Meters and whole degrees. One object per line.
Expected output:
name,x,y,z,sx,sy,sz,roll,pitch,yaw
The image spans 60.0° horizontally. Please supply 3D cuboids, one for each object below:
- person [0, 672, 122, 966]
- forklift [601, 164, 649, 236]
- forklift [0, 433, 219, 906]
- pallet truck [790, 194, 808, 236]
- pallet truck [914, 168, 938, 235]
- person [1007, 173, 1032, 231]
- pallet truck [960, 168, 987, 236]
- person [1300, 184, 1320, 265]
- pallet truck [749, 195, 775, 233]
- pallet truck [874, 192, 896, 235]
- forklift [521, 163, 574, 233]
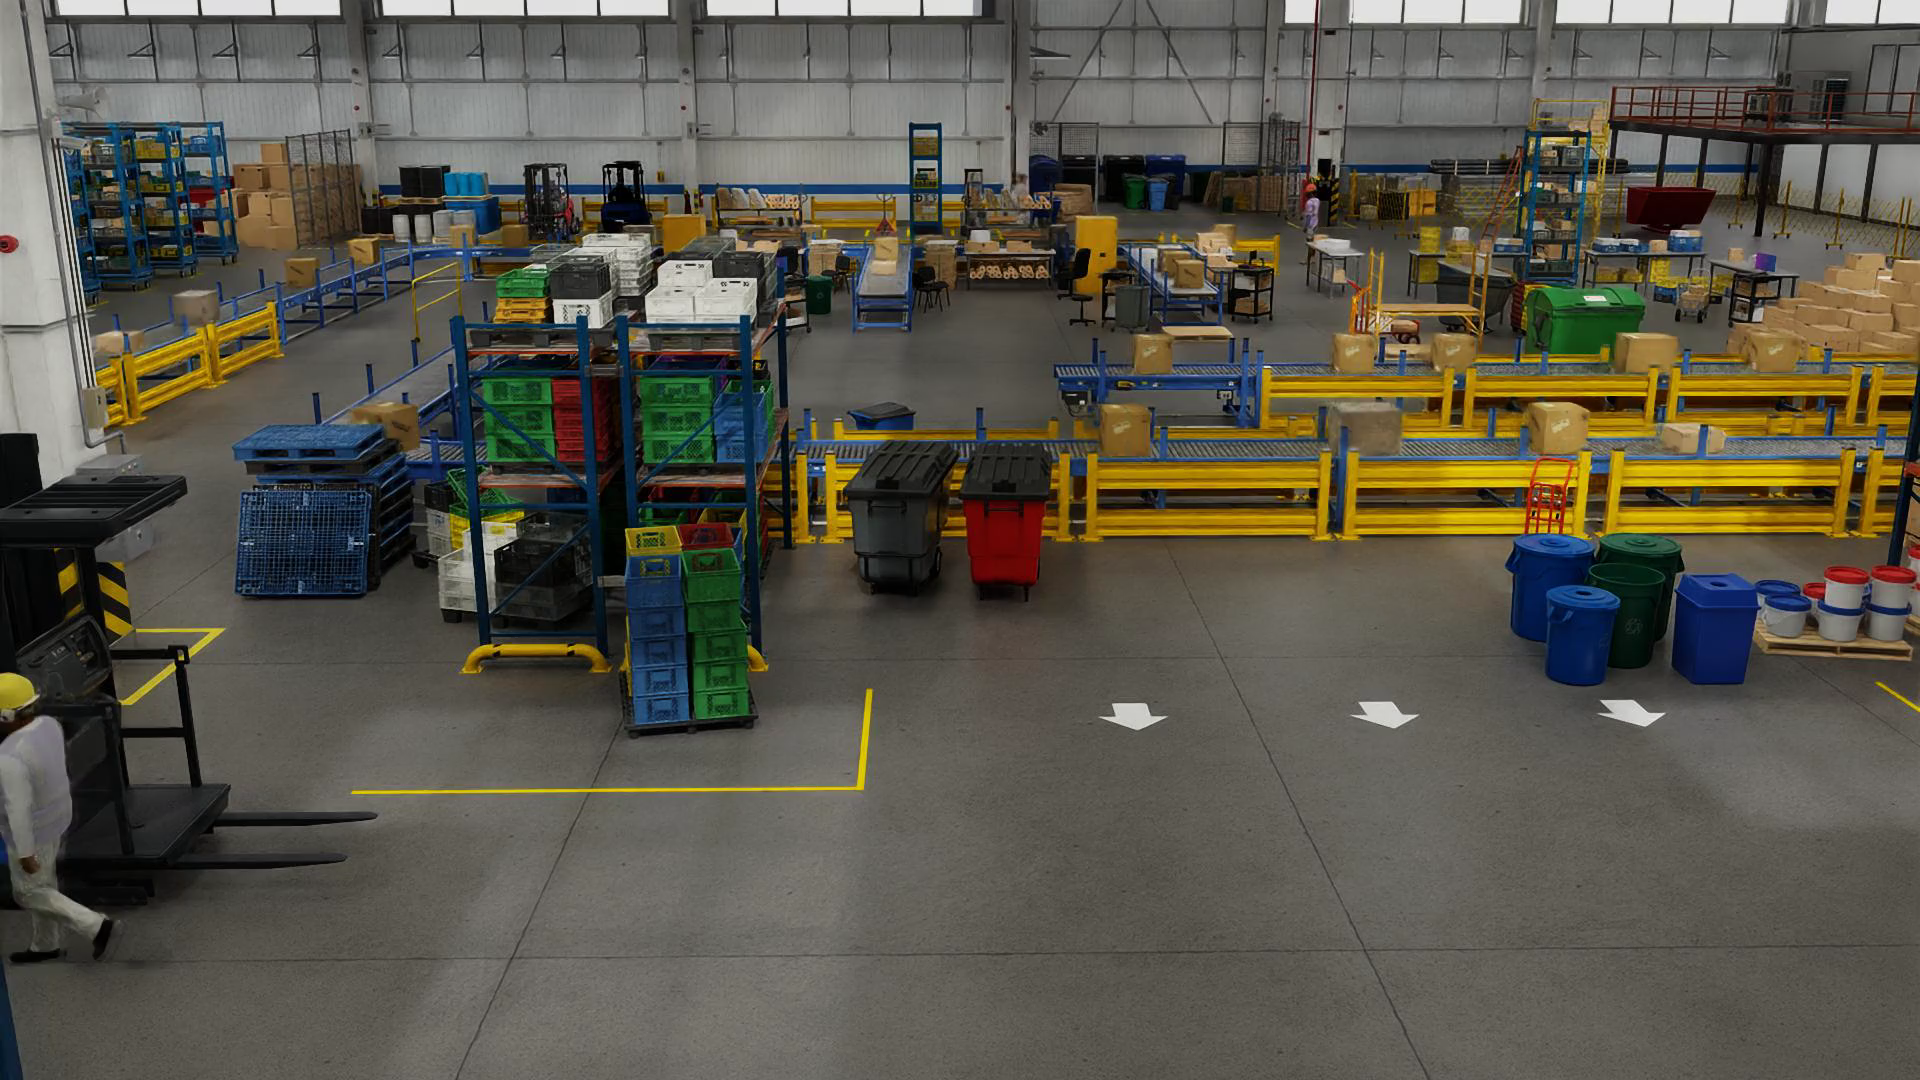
person,-5.170,1.602,9.408,0.630,1.815,0.598,-1,16,-5
forklift,-9.948,-10.127,49.296,1.157,1.987,2.680,-1,16,-3
forklift,-5.952,0.780,10.366,1.873,2.768,1.129,0,16,-1
pallet truck,-4.814,-9.883,50.259,0.704,1.261,1.522,-1,16,-3
pallet truck,-0.989,-10.316,50.507,0.823,1.965,1.885,1,16,3
person,1.823,-9.974,49.547,0.956,1.871,0.636,-9,18,-28
pallet truck,0.383,-10.230,50.206,0.823,1.965,1.885,-1,16,-3
person,8.998,-8.113,42.774,0.385,2.040,0.605,10,19,31
pallet truck,-6.051,-9.967,50.660,0.680,1.201,1.601,0,16,-1
pallet truck,-2.277,-9.986,50.594,0.653,1.274,1.630,0,16,-1
forklift,-12.233,-10.122,49.298,1.157,1.987,2.680,0,16,-1
